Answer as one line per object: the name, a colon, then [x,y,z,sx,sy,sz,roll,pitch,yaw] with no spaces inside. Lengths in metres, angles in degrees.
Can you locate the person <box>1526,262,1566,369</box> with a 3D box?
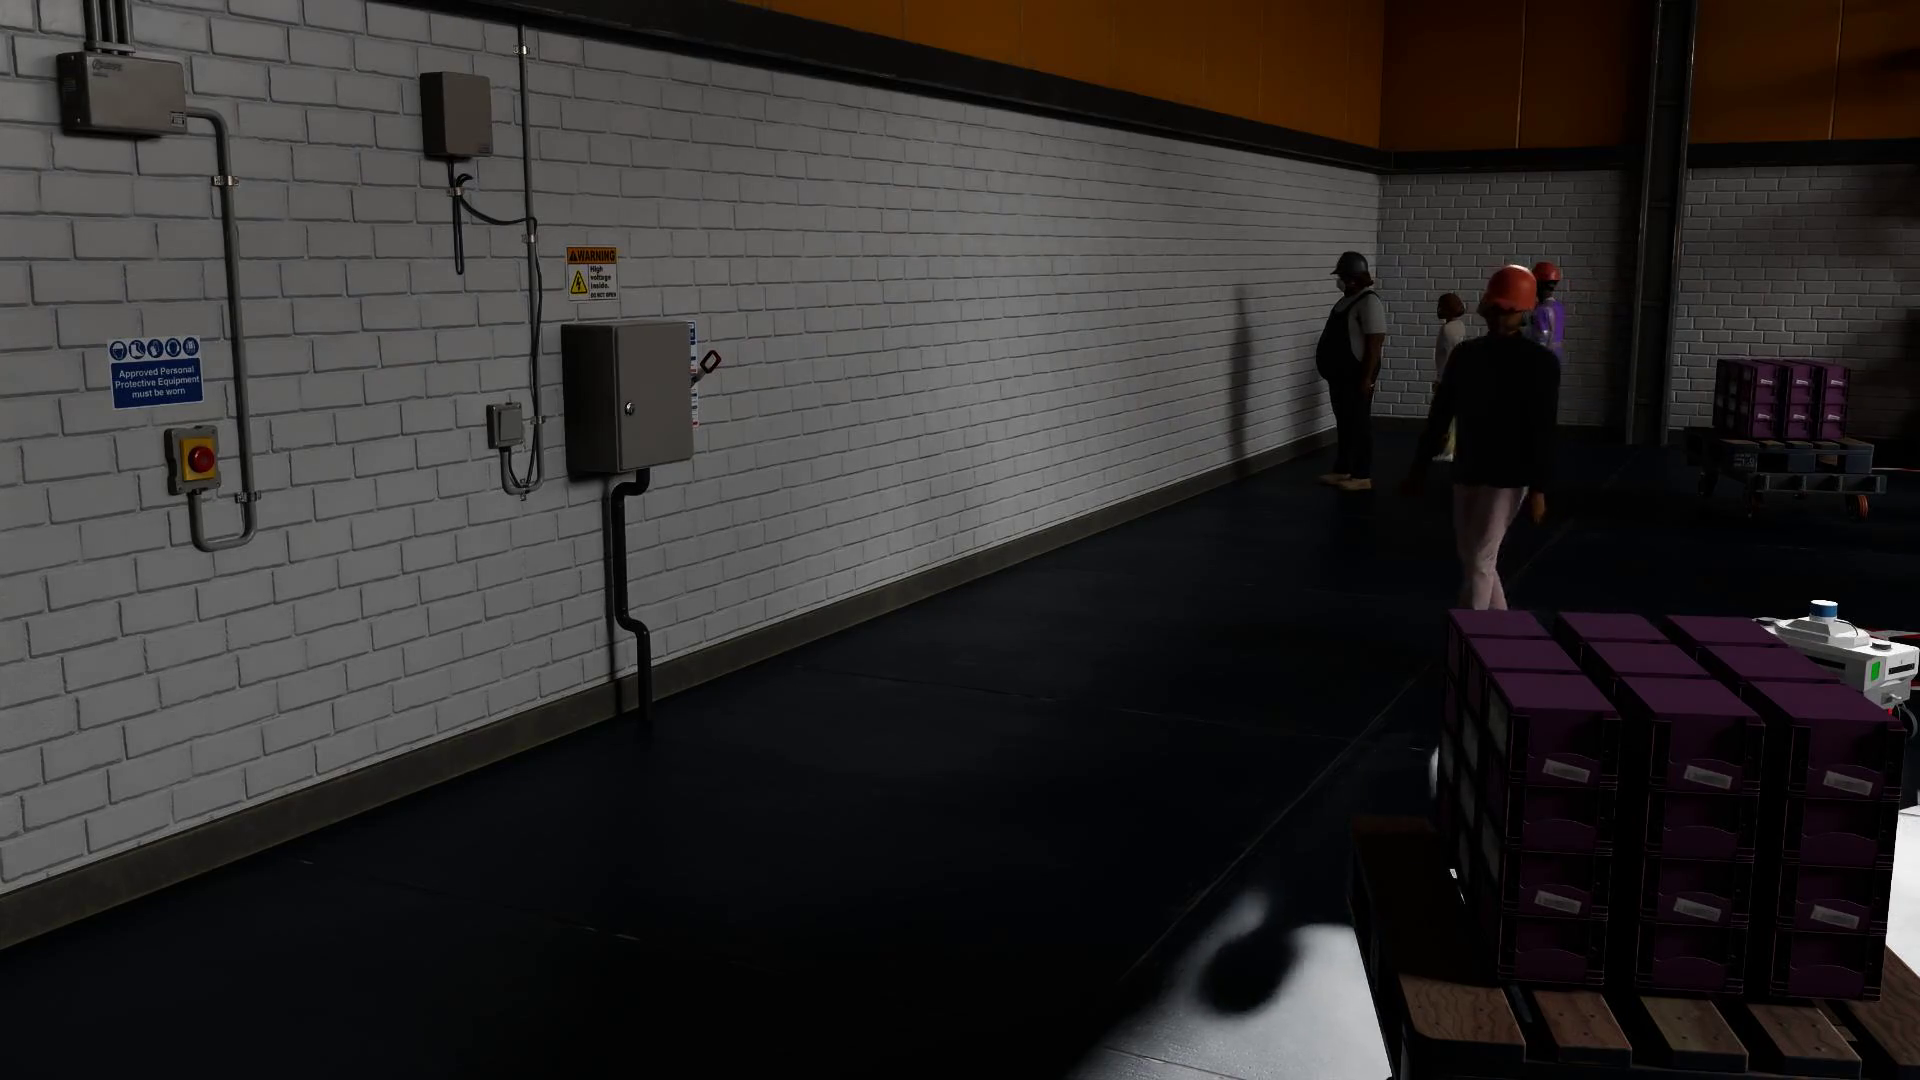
person: [5.292,-1.557,15.187,0.357,1.937,0.550,7,12,36]

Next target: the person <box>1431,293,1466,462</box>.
person: [4.739,-1.574,16.161,0.281,1.634,0.499,7,12,34]

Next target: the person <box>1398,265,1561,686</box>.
person: [2.457,-0.302,7.836,0.609,1.963,0.728,-5,11,-28]

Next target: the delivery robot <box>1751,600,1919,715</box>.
delivery robot: [3.627,0.499,7.015,0.477,0.478,0.707,-6,11,-30]

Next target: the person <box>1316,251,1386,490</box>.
person: [3.324,-1.452,14.281,0.535,2.000,0.684,-2,10,-9]
